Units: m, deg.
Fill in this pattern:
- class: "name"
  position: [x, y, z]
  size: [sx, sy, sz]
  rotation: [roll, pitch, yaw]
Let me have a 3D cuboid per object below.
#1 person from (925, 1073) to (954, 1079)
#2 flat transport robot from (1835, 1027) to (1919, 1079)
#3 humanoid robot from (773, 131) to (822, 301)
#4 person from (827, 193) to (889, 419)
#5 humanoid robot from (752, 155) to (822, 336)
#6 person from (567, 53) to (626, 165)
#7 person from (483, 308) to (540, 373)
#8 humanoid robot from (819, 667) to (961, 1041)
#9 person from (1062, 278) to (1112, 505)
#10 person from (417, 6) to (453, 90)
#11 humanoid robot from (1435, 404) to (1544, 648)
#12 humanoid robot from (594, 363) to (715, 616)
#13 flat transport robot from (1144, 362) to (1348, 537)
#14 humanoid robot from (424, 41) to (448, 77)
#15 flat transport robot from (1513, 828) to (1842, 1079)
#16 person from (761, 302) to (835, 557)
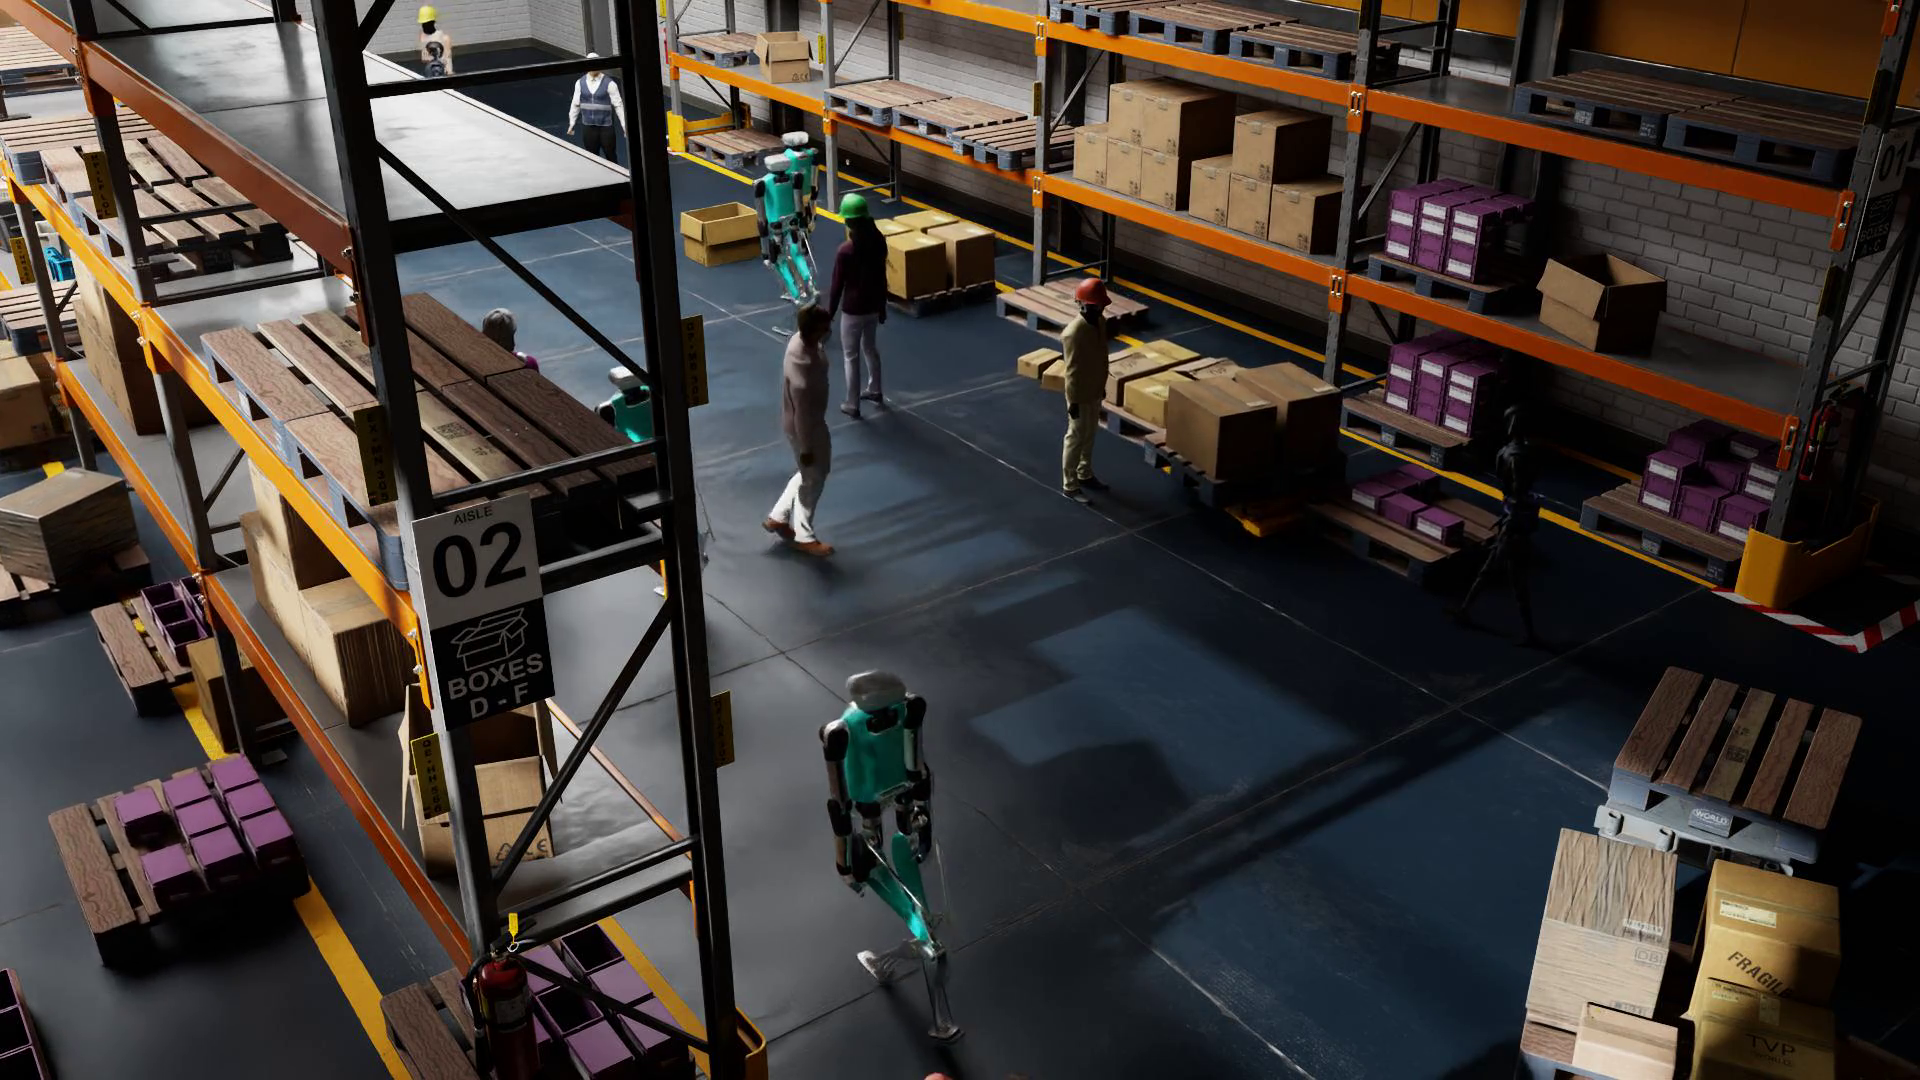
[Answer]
- class: "person"
  position: [-0.073, 2.514, 5.359]
  size: [0.575, 1.727, 0.559]
  rotation: [5, 27, 11]
- class: "flat transport robot"
  position: [3.959, 2.492, 7.030]
  size: [1.431, 0.231, 0.659]
  rotation: [23, 34, 37]
- class: "humanoid robot"
  position: [-1.758, -3.293, 16.863]
  size: [0.538, 1.757, 0.699]
  rotation: [-21, 33, -35]
- class: "person"
  position: [-0.854, -1.974, 14.062]
  size: [0.528, 1.936, 0.505]
  rotation: [22, 34, 37]
- class: "humanoid robot"
  position: [-1.527, -2.684, 15.689]
  size: [0.531, 1.768, 0.851]
  rotation: [-18, 32, -32]
- class: "person"
  position: [-4.441, -5.096, 20.462]
  size: [0.768, 1.758, 0.408]
  rotation: [2, 27, 3]
- class: "person"
  position: [-3.130, -0.742, 11.705]
  size: [0.511, 1.848, 0.337]
  rotation: [-2, 27, -5]
- class: "humanoid robot"
  position: [-0.172, 1.501, 7.430]
  size: [0.530, 1.778, 1.018]
  rotation: [-19, 33, -33]
- class: "person"
  position: [0.971, -1.145, 12.610]
  size: [0.329, 1.750, 0.571]
  rotation: [14, 30, 26]
- class: "person"
  position: [-7.174, -6.282, 22.669]
  size: [0.603, 1.887, 0.918]
  rotation: [14, 30, 26]
- class: "humanoid robot"
  position: [3.490, -0.093, 10.634]
  size: [0.707, 1.631, 0.601]
  rotation: [8, 28, 15]
- class: "humanoid robot"
  position: [-1.878, -0.232, 10.843]
  size: [0.882, 1.766, 0.565]
  rotation: [23, 35, 38]
- class: "flat transport robot"
  position: [2.182, -0.437, 12.857]
  size: [0.659, 0.231, 1.431]
  rotation: [-12, 29, -23]
- class: "humanoid robot"
  position: [-6.869, -5.708, 21.807]
  size: [0.688, 1.634, 0.610]
  rotation: [-8, 28, -16]
- class: "flat transport robot"
  position: [3.083, 2.360, 7.294]
  size: [0.659, 0.231, 1.431]
  rotation: [11, 29, 21]
- class: "person"
  position: [-1.151, -0.781, 11.720]
  size: [0.584, 1.906, 0.659]
  rotation: [0, 27, 1]
